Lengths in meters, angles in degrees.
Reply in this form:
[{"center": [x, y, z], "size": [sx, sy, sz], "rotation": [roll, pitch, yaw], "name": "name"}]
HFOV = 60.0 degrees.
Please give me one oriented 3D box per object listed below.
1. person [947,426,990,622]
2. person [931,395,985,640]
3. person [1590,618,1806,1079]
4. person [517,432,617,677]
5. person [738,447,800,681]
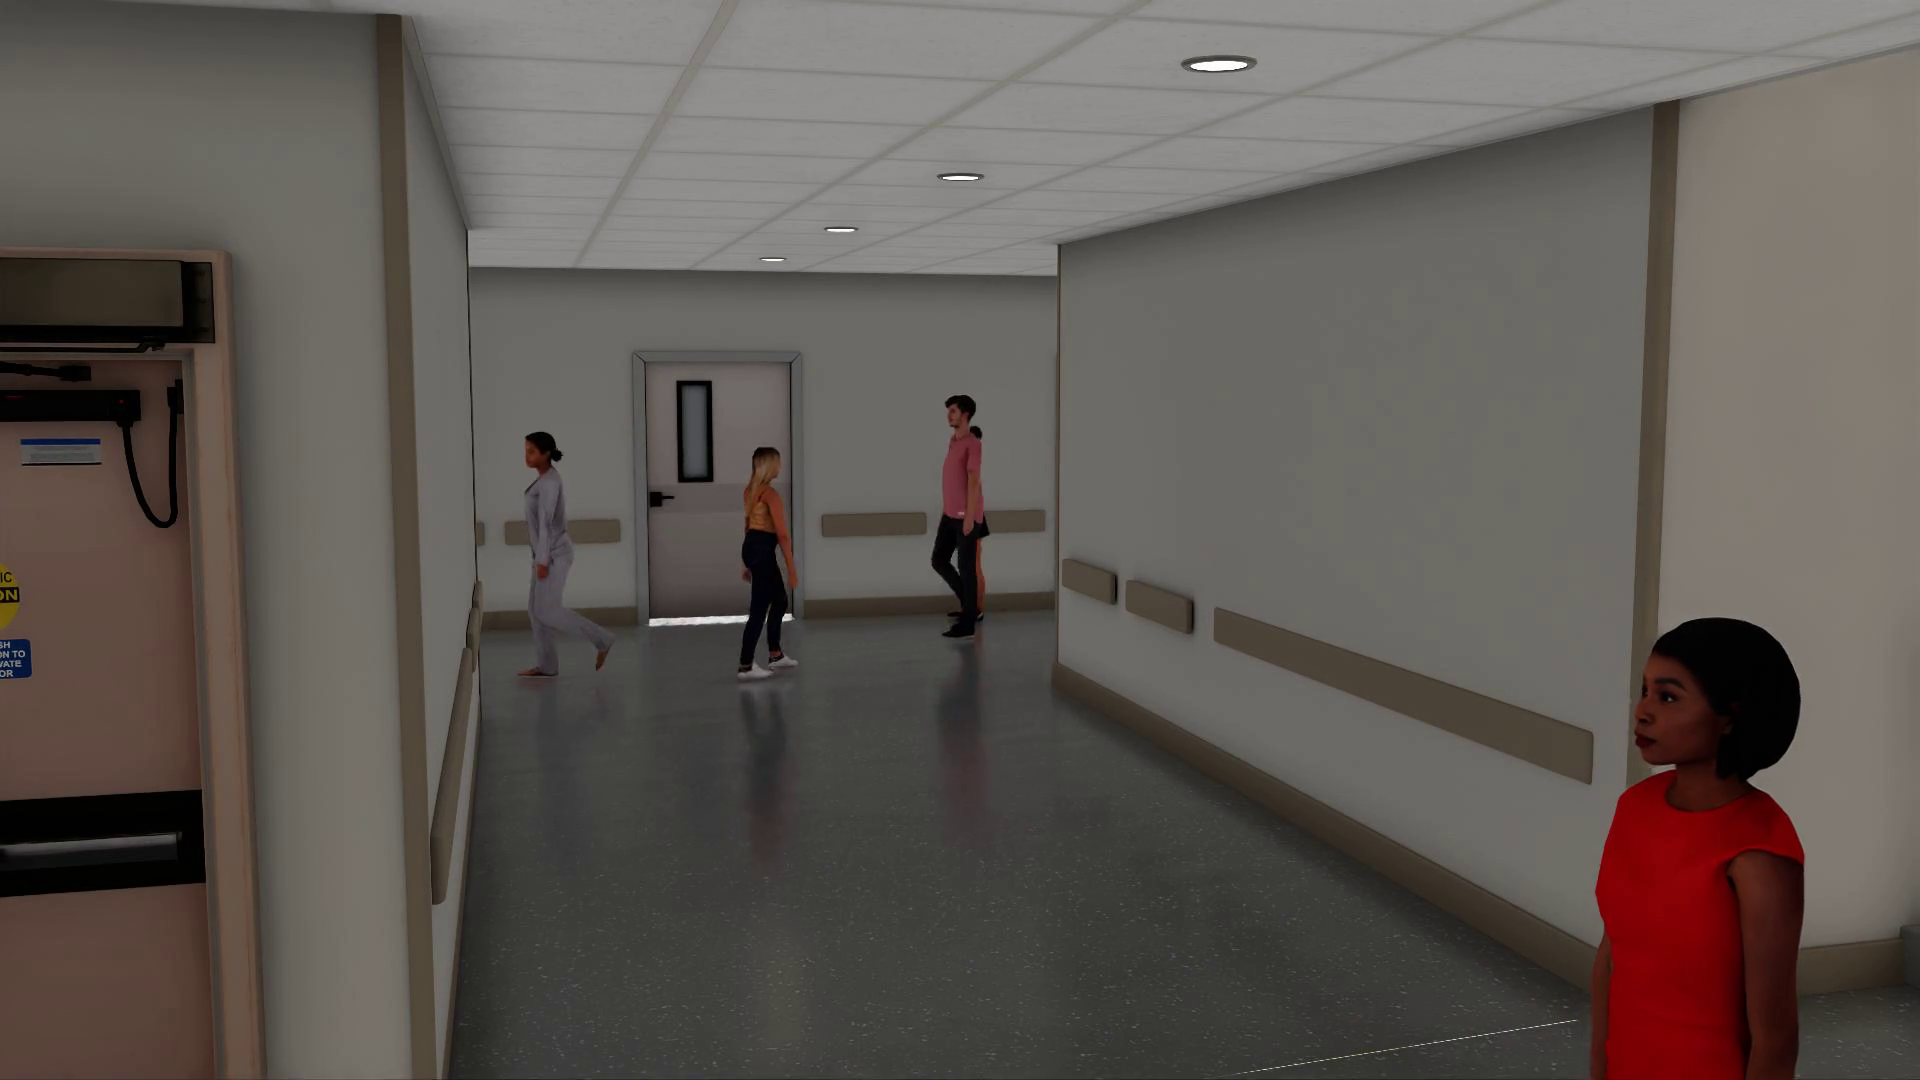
[{"center": [0.070, -0.142, 14.307], "size": [0.554, 1.674, 0.569], "rotation": [-1, 6, -13], "name": "person"}, {"center": [0.099, -0.184, 13.342], "size": [0.727, 1.951, 0.721], "rotation": [-3, 7, -28], "name": "person"}, {"center": [1.206, 0.988, 2.729], "size": [0.498, 1.743, 0.560], "rotation": [-1, 6, -13], "name": "person"}, {"center": [-2.749, 0.123, 11.487], "size": [0.885, 1.712, 0.651], "rotation": [-1, 6, -13], "name": "person"}, {"center": [-1.438, 0.174, 11.486], "size": [0.818, 1.611, 0.717], "rotation": [-4, 7, -31], "name": "person"}]
